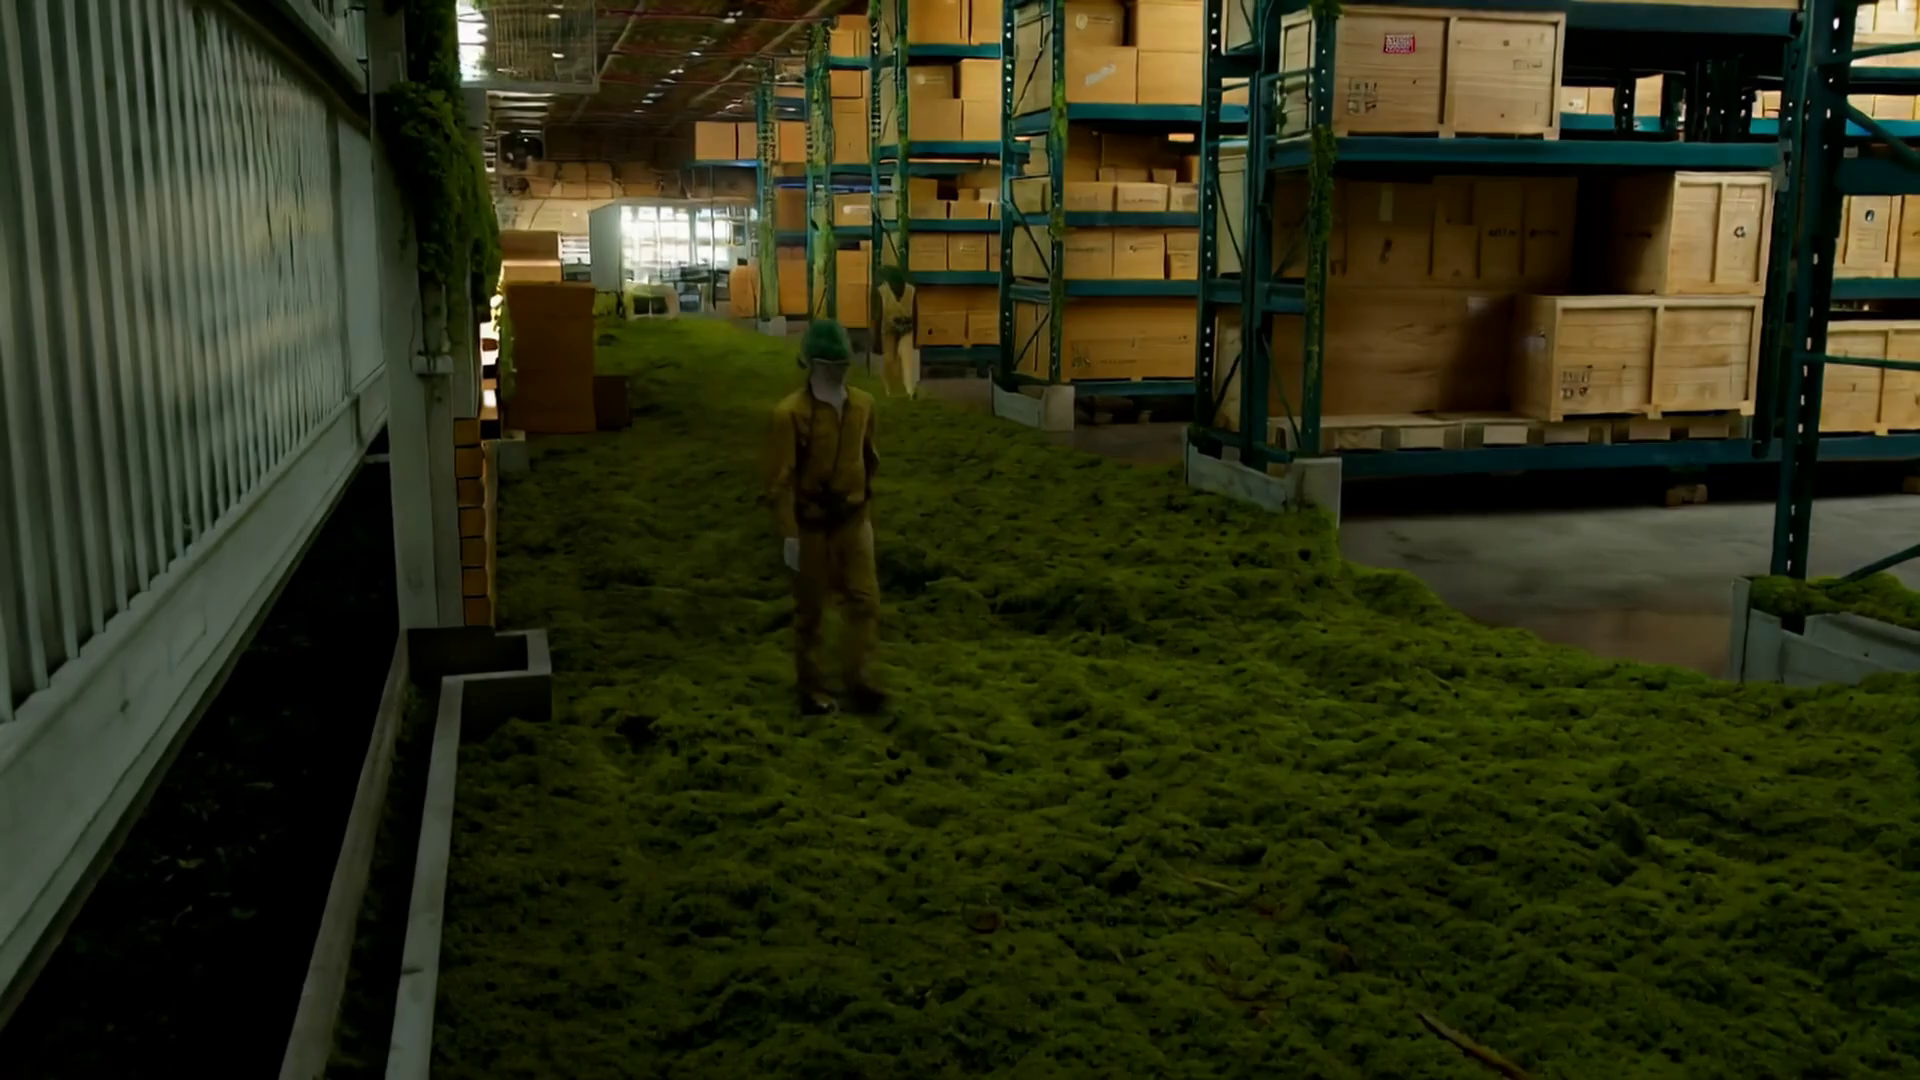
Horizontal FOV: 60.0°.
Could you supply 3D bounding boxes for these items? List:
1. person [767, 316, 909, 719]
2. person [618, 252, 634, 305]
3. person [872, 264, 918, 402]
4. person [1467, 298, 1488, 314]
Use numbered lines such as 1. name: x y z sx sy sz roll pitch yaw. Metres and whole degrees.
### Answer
1. person: -0.504 -0.075 7.061 0.580 1.721 0.740 -8 13 -37
2. person: -11.539 -9.045 57.516 0.564 1.847 0.396 -6 12 -32
3. person: -0.836 -2.706 21.792 0.645 1.791 0.977 -3 10 -17
4. person: 5.604 -2.021 17.498 0.706 1.942 0.382 -4 11 -20
